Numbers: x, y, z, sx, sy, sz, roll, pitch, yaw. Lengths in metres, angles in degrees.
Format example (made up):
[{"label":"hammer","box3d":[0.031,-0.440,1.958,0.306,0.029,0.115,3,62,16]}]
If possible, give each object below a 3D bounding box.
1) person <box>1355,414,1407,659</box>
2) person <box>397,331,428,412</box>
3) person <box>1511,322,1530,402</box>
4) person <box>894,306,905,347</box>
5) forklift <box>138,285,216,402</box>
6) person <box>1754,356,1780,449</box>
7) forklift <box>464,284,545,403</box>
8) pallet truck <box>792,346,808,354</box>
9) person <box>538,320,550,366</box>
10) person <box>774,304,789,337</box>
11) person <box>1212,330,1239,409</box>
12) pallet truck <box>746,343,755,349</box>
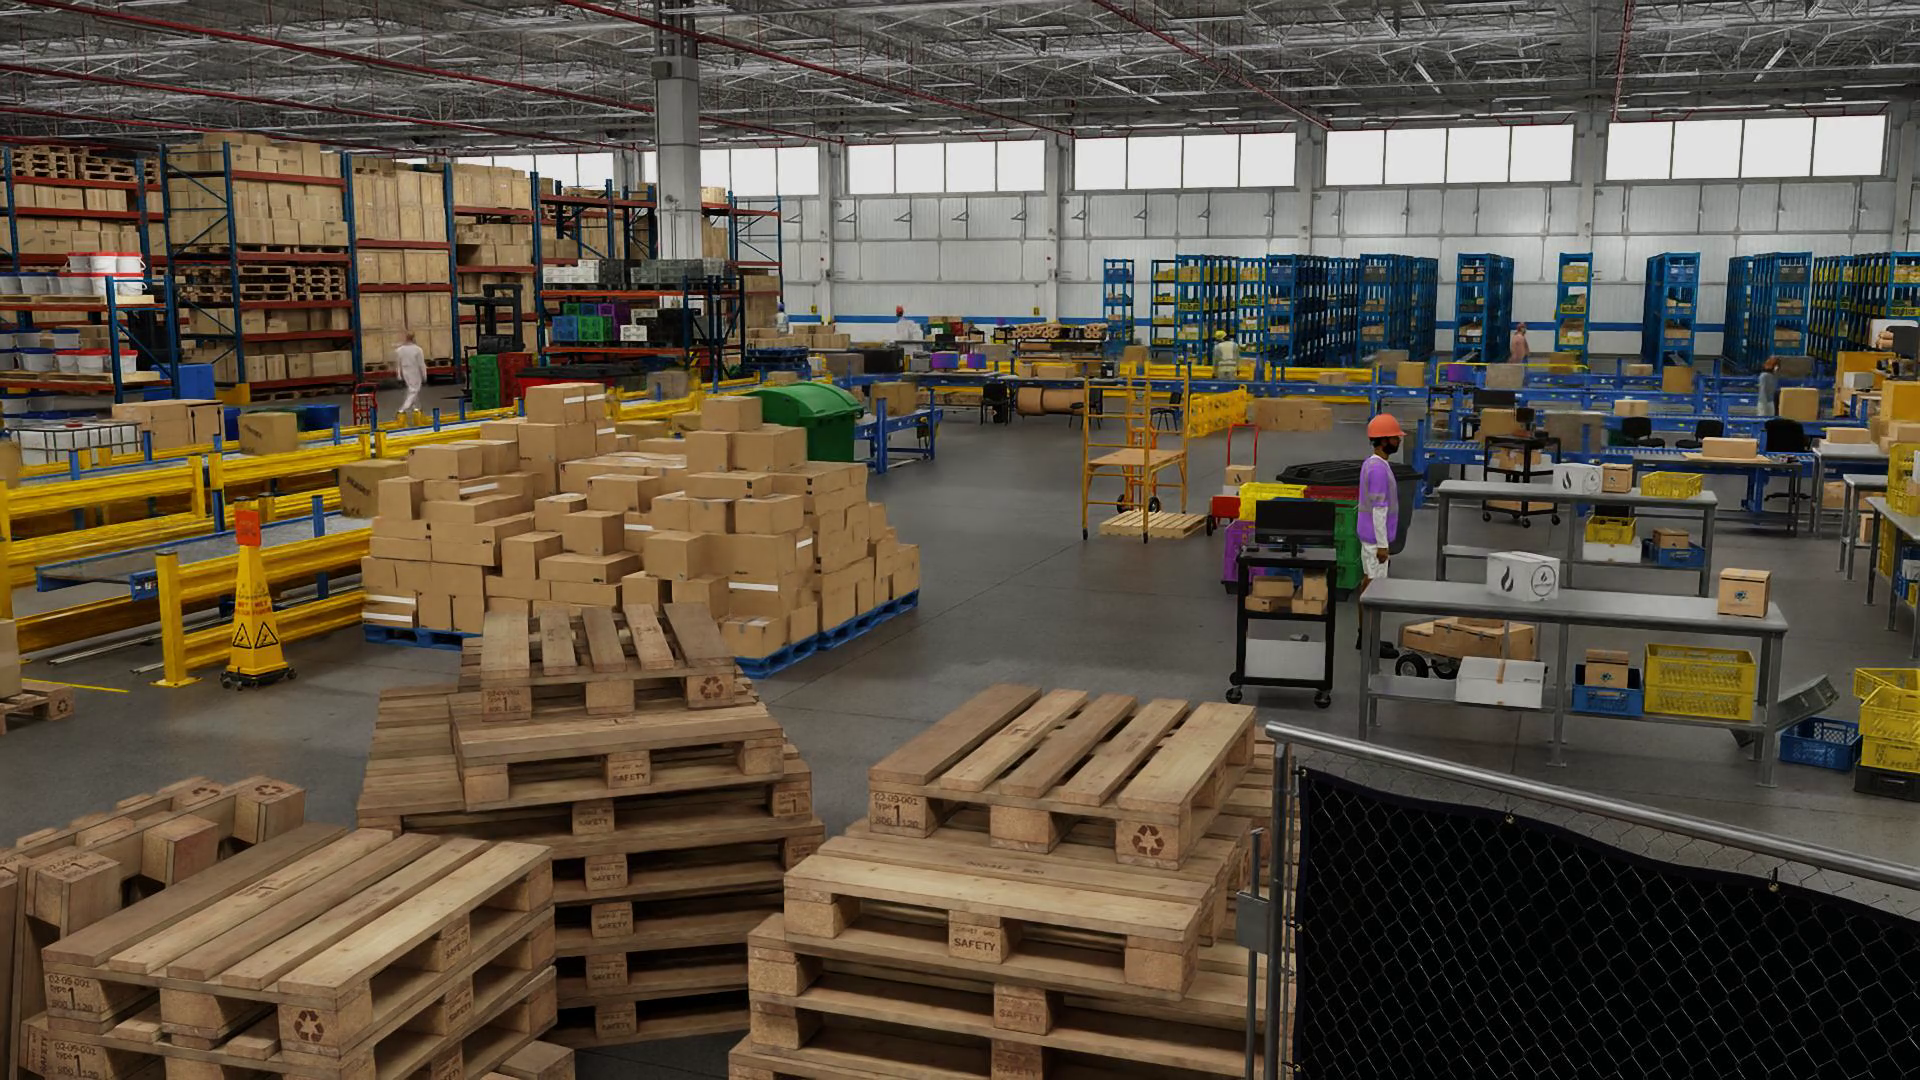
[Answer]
[{"label":"person","box3d":[3.346,-0.036,13.250,0.353,1.942,0.546,1,9,8]},{"label":"person","box3d":[-11.395,-3.391,34.531,0.646,1.884,0.857,5,10,27]},{"label":"person","box3d":[13.383,-4.236,39.716,0.410,1.912,0.651,0,9,-1]},{"label":"person","box3d":[-1.894,-6.653,54.526,0.665,2.031,0.622,1,9,7]},{"label":"forklift","box3d":[-17.480,-4.200,36.461,1.873,2.768,1.129,3,10,19]},{"label":"person","box3d":[14.150,-2.402,29.101,0.504,1.630,0.320,-6,11,-31]},{"label":"forklift","box3d":[-10.832,-4.702,39.610,1.129,2.768,1.873,3,10,20]},{"label":"pallet truck","box3d":[-3.705,-4.298,42.022,0.653,1.274,1.630,3,10,20]},{"label":"person","box3d":[-12.271,-5.642,49.033,0.340,1.758,0.525,-4,10,-24]},{"label":"person","box3d":[-6.736,-7.985,63.165,0.623,1.933,0.483,3,9,17]},{"label":"person","box3d":[6.027,-3.851,37.703,0.645,1.788,0.449,-1,9,-6]},{"label":"pallet truck","box3d":[-6.183,-4.618,44.264,1.601,1.201,0.680,-9,12,-43]}]
